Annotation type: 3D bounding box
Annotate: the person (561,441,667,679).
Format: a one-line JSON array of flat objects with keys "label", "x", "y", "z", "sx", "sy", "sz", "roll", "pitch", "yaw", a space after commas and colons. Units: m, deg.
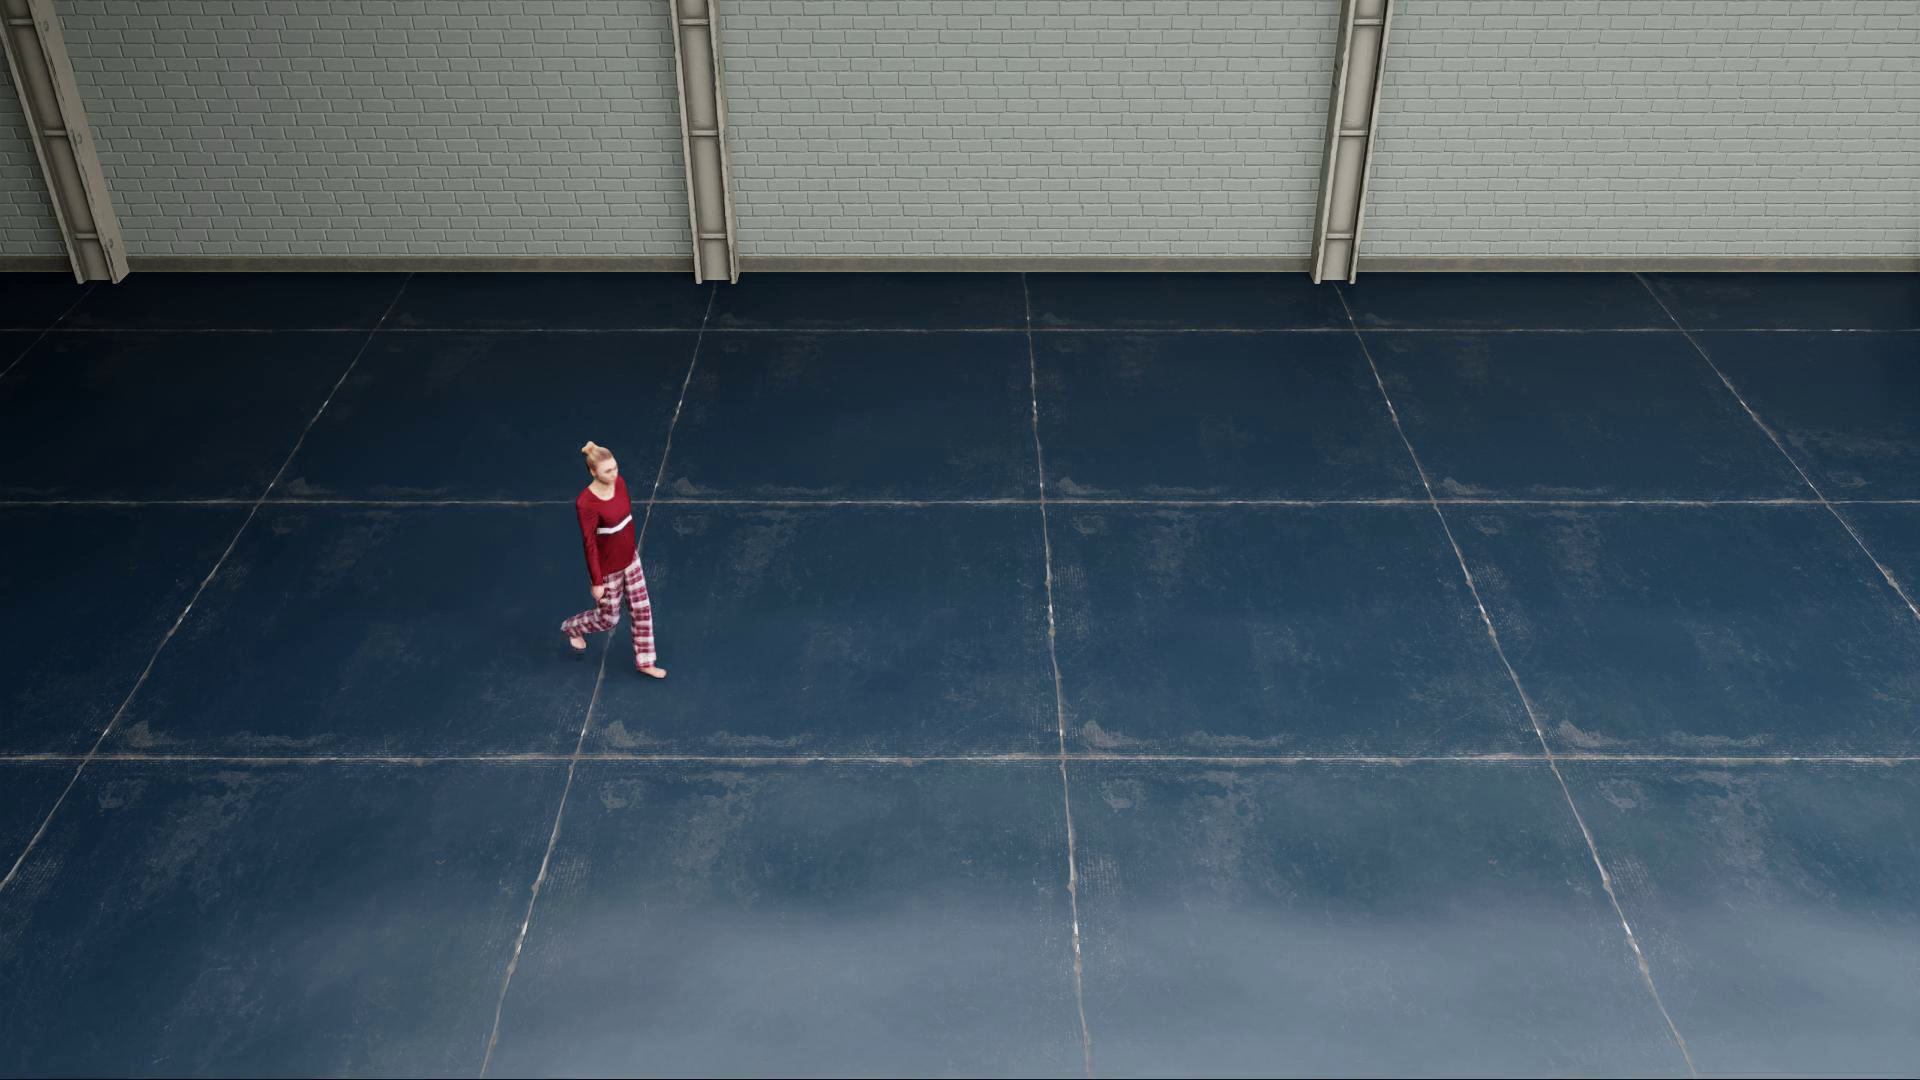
[{"label": "person", "x": -2.255, "y": 0.131, "z": 10.545, "sx": 1.063, "sy": 1.681, "sz": 0.895, "roll": 16, "pitch": 36, "yaw": 23}]
